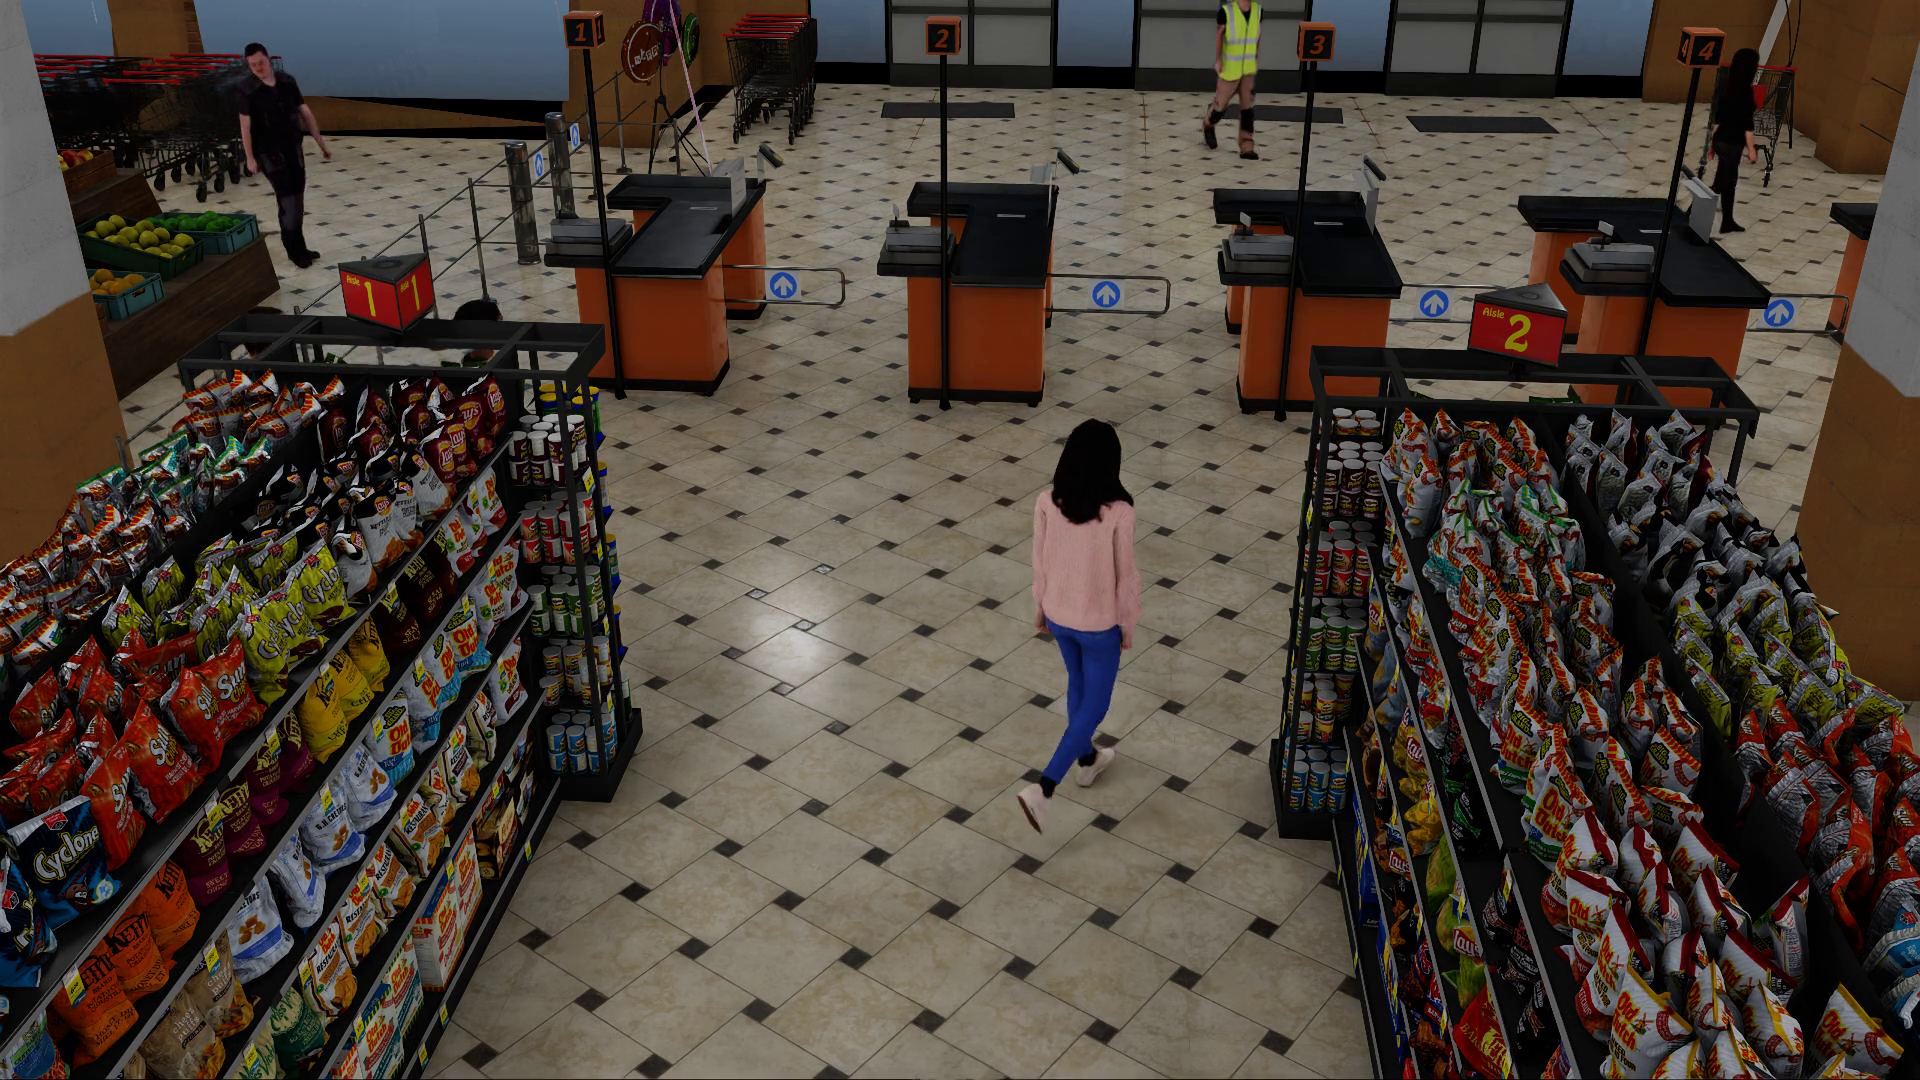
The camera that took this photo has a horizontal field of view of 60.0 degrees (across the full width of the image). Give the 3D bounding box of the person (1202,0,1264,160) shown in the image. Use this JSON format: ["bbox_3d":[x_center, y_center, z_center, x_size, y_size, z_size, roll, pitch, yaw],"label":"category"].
[{"bbox_3d":[2.800,-4.845,17.020,0.961,1.818,1.238,-8,28,-15],"label":"person"}]

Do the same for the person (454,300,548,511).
[{"bbox_3d":[-2.397,-0.349,8.326,1.047,1.661,1.152,-13,30,-24],"label":"person"}]

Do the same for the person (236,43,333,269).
[{"bbox_3d":[-5.679,-3.189,13.740,0.937,1.829,0.800,12,29,23],"label":"person"}]

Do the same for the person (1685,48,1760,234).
[{"bbox_3d":[6.581,-3.379,14.351,0.770,1.617,1.001,-3,27,-6],"label":"person"}]

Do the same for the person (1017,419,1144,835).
[{"bbox_3d":[0.461,0.378,6.792,1.000,1.752,1.167,18,32,32],"label":"person"}]
